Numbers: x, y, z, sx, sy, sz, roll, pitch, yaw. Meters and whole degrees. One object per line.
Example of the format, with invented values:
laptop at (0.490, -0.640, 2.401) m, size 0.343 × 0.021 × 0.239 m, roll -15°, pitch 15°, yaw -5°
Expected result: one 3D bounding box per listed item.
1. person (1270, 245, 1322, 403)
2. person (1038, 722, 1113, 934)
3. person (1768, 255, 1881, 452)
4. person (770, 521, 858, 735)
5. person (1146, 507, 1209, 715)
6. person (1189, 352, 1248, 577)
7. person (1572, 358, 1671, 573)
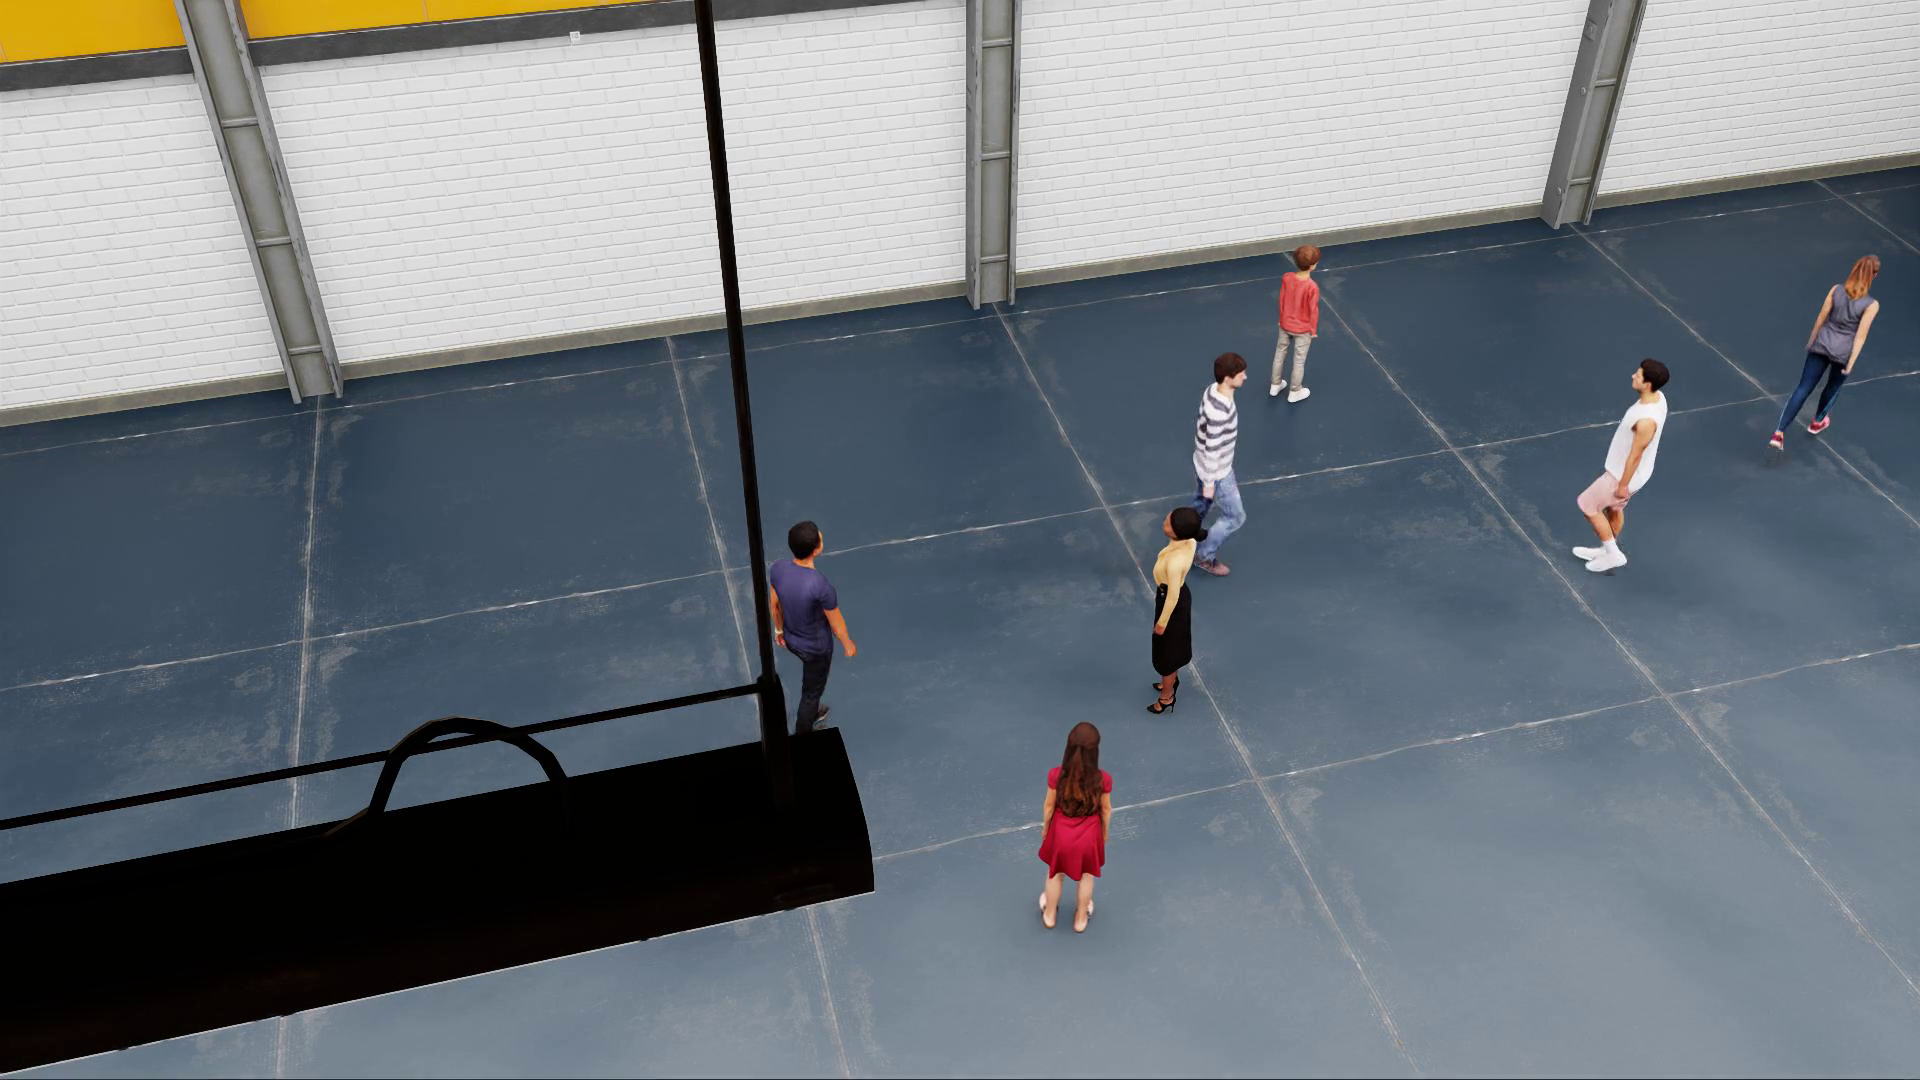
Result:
person at (2.790, -1.799, 13.805) m, size 0.588 × 1.417 × 0.613 m, roll 29°, pitch 47°, yaw 31°
person at (0.647, 1.641, 9.391) m, size 0.621 × 1.551 × 0.690 m, roll 1°, pitch 39°, yaw 1°
person at (6.831, -1.422, 13.119) m, size 1.224 × 1.686 × 0.935 m, roll -31°, pitch 48°, yaw -33°
person at (-1.010, 0.677, 10.420) m, size 0.770 × 1.774 × 0.802 m, roll 30°, pitch 47°, yaw 32°
person at (1.378, 0.450, 10.800) m, size 0.687 × 1.653 × 0.656 m, roll 11°, pitch 40°, yaw 14°
person at (1.722, -0.532, 11.881) m, size 0.780 × 1.838 × 0.778 m, roll 4°, pitch 39°, yaw 5°
person at (4.841, -0.483, 11.869) m, size 0.856 × 1.778 × 0.794 m, roll 21°, pitch 43°, yaw 24°
